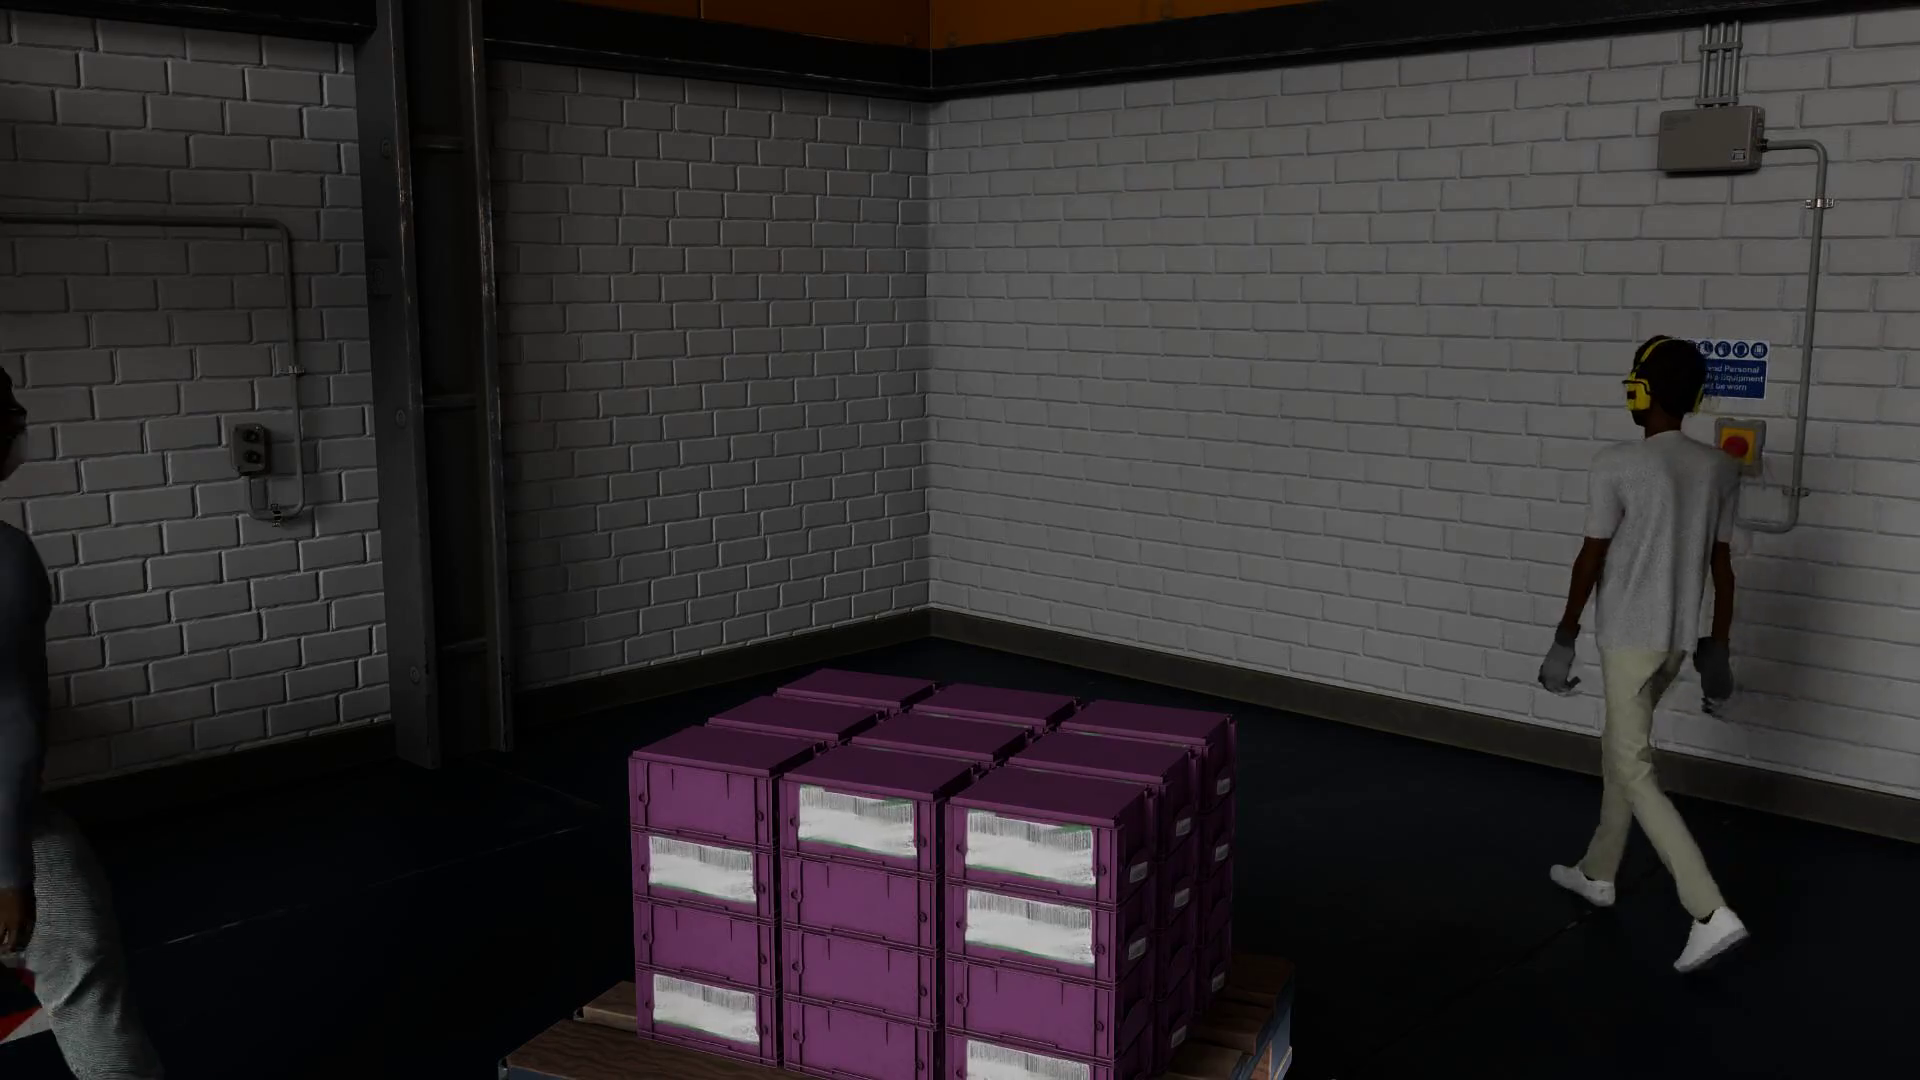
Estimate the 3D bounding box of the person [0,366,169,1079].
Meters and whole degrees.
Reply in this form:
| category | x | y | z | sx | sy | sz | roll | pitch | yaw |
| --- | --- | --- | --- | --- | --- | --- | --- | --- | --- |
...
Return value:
| category | x | y | z | sx | sy | sz | roll | pitch | yaw |
| --- | --- | --- | --- | --- | --- | --- | --- | --- | --- |
| person | -1.962 | 0.547 | 3.347 | 0.647 | 1.885 | 1.009 | 5 | 11 | 30 |

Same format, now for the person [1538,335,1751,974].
| category | x | y | z | sx | sy | sz | roll | pitch | yaw |
| --- | --- | --- | --- | --- | --- | --- | --- | --- | --- |
| person | 2.071 | 0.313 | 4.940 | 0.519 | 1.837 | 0.910 | -3 | 10 | -20 |
